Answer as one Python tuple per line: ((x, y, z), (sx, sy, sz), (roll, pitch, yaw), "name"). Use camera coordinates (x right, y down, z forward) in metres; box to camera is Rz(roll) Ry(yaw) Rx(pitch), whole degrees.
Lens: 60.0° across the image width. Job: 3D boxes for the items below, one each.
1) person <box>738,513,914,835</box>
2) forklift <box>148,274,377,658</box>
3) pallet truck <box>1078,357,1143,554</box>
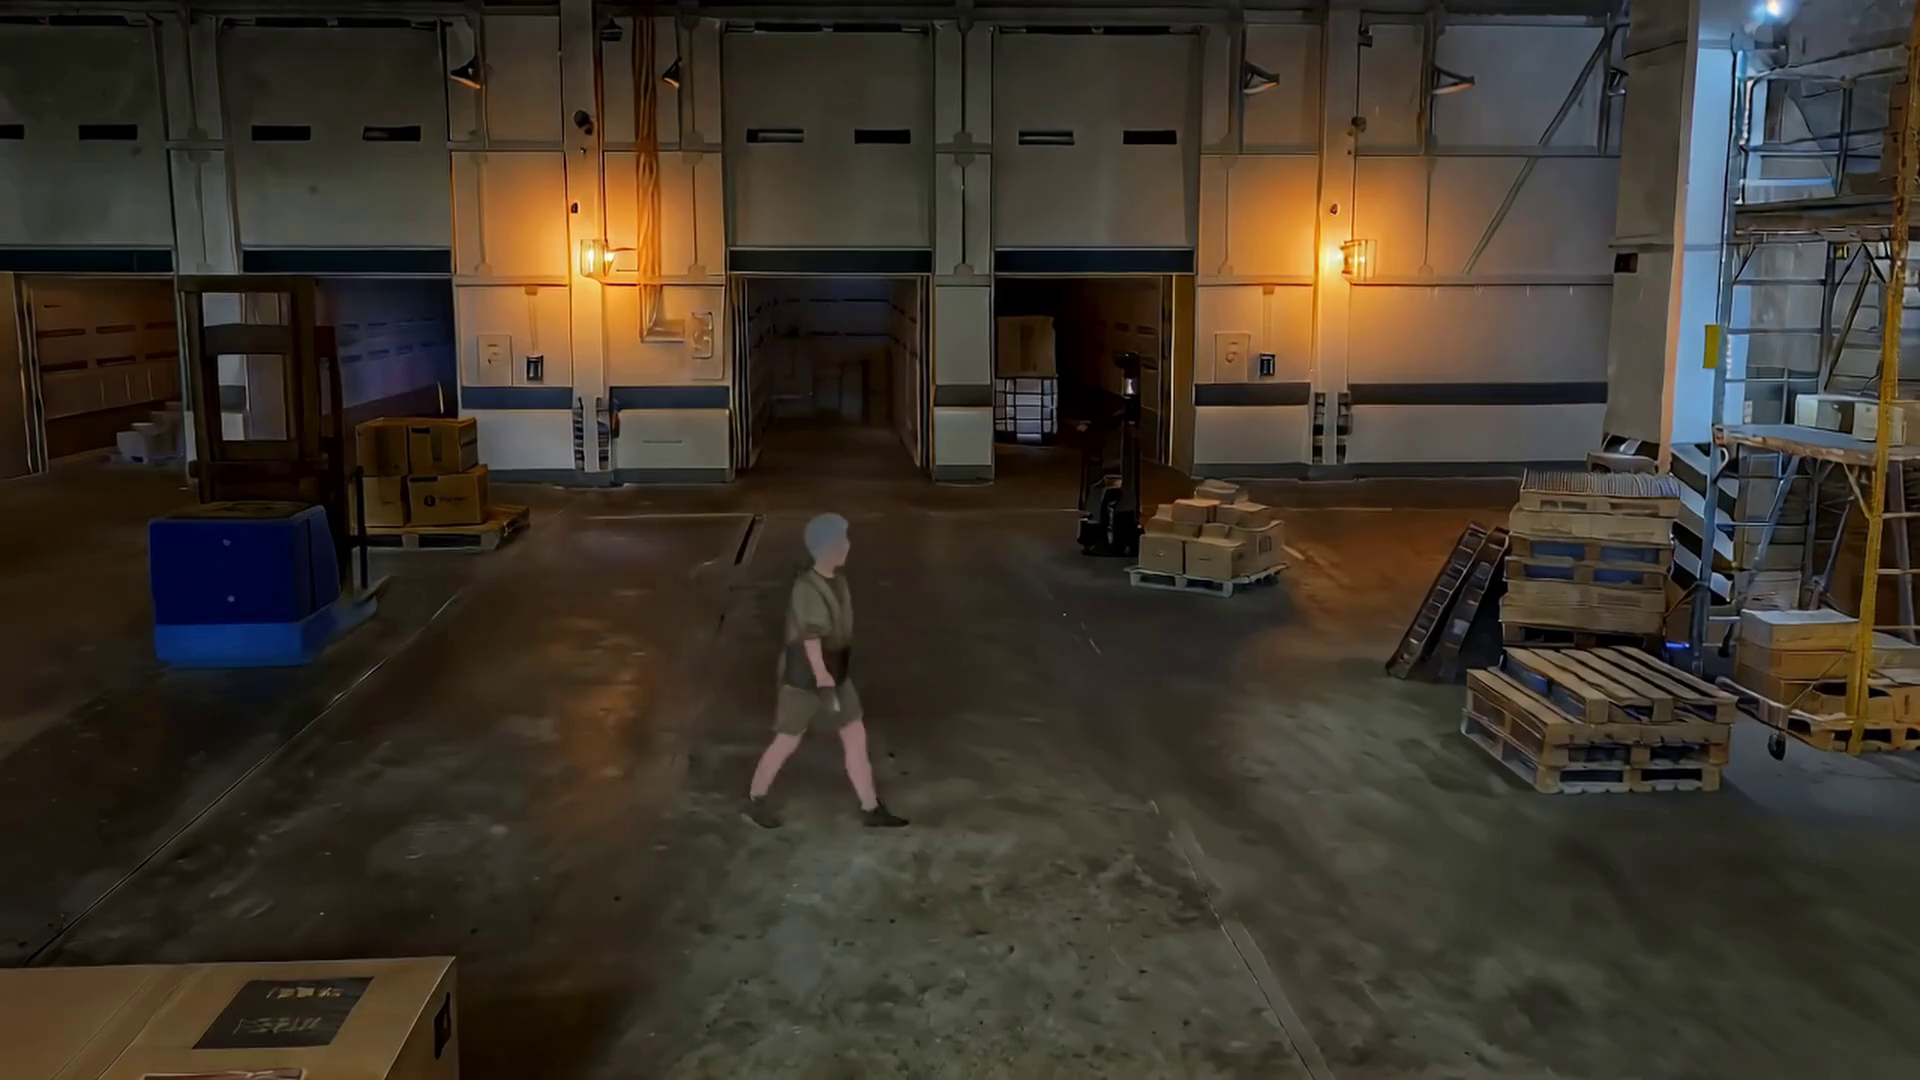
((-0.722, 0.679, 8.332), (0.882, 1.654, 0.541), (3, 10, 20), "person")
((-5.348, -0.627, 12.681), (1.129, 2.768, 1.873), (-1, 9, -4), "forklift")
((2.088, -0.836, 16.757), (1.885, 1.965, 0.823), (2, 9, 13), "pallet truck")
